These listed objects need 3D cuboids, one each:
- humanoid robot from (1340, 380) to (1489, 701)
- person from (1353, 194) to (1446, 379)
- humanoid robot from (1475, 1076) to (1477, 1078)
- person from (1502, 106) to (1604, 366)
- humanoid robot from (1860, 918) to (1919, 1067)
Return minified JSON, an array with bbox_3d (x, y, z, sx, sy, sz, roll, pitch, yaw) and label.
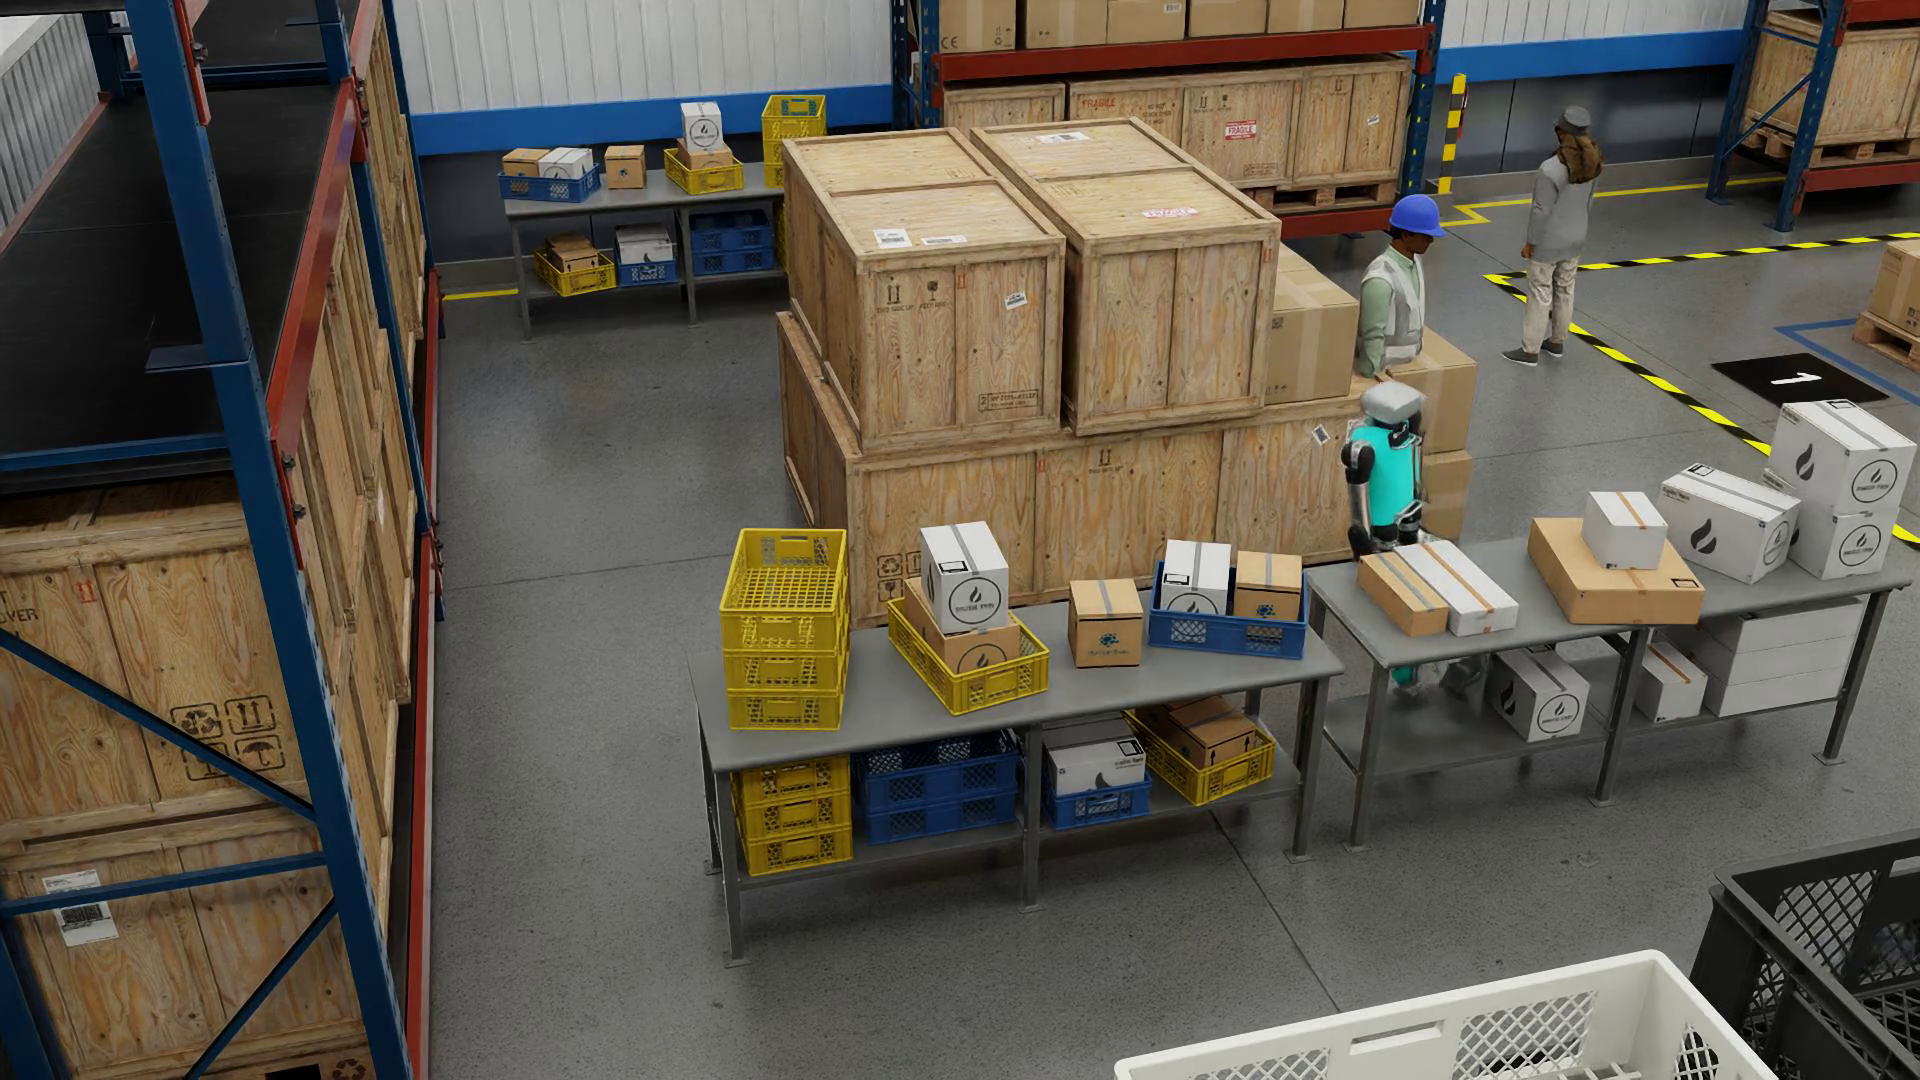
[{"bbox_3d":[2.018,0.226,7.213,0.821,1.795,0.562,22,36,34],"label":"humanoid robot"},{"bbox_3d":[2.340,-0.948,9.112,0.411,1.939,0.602,18,33,29],"label":"person"},{"bbox_3d":[0.996,1.887,4.069,0.713,1.700,0.530,17,33,28],"label":"humanoid robot"},{"bbox_3d":[4.048,-2.050,11.281,0.574,1.767,0.397,-17,33,-28],"label":"person"},{"bbox_3d":[2.613,1.647,4.677,0.659,1.637,0.601,-1,29,-3],"label":"humanoid robot"}]
